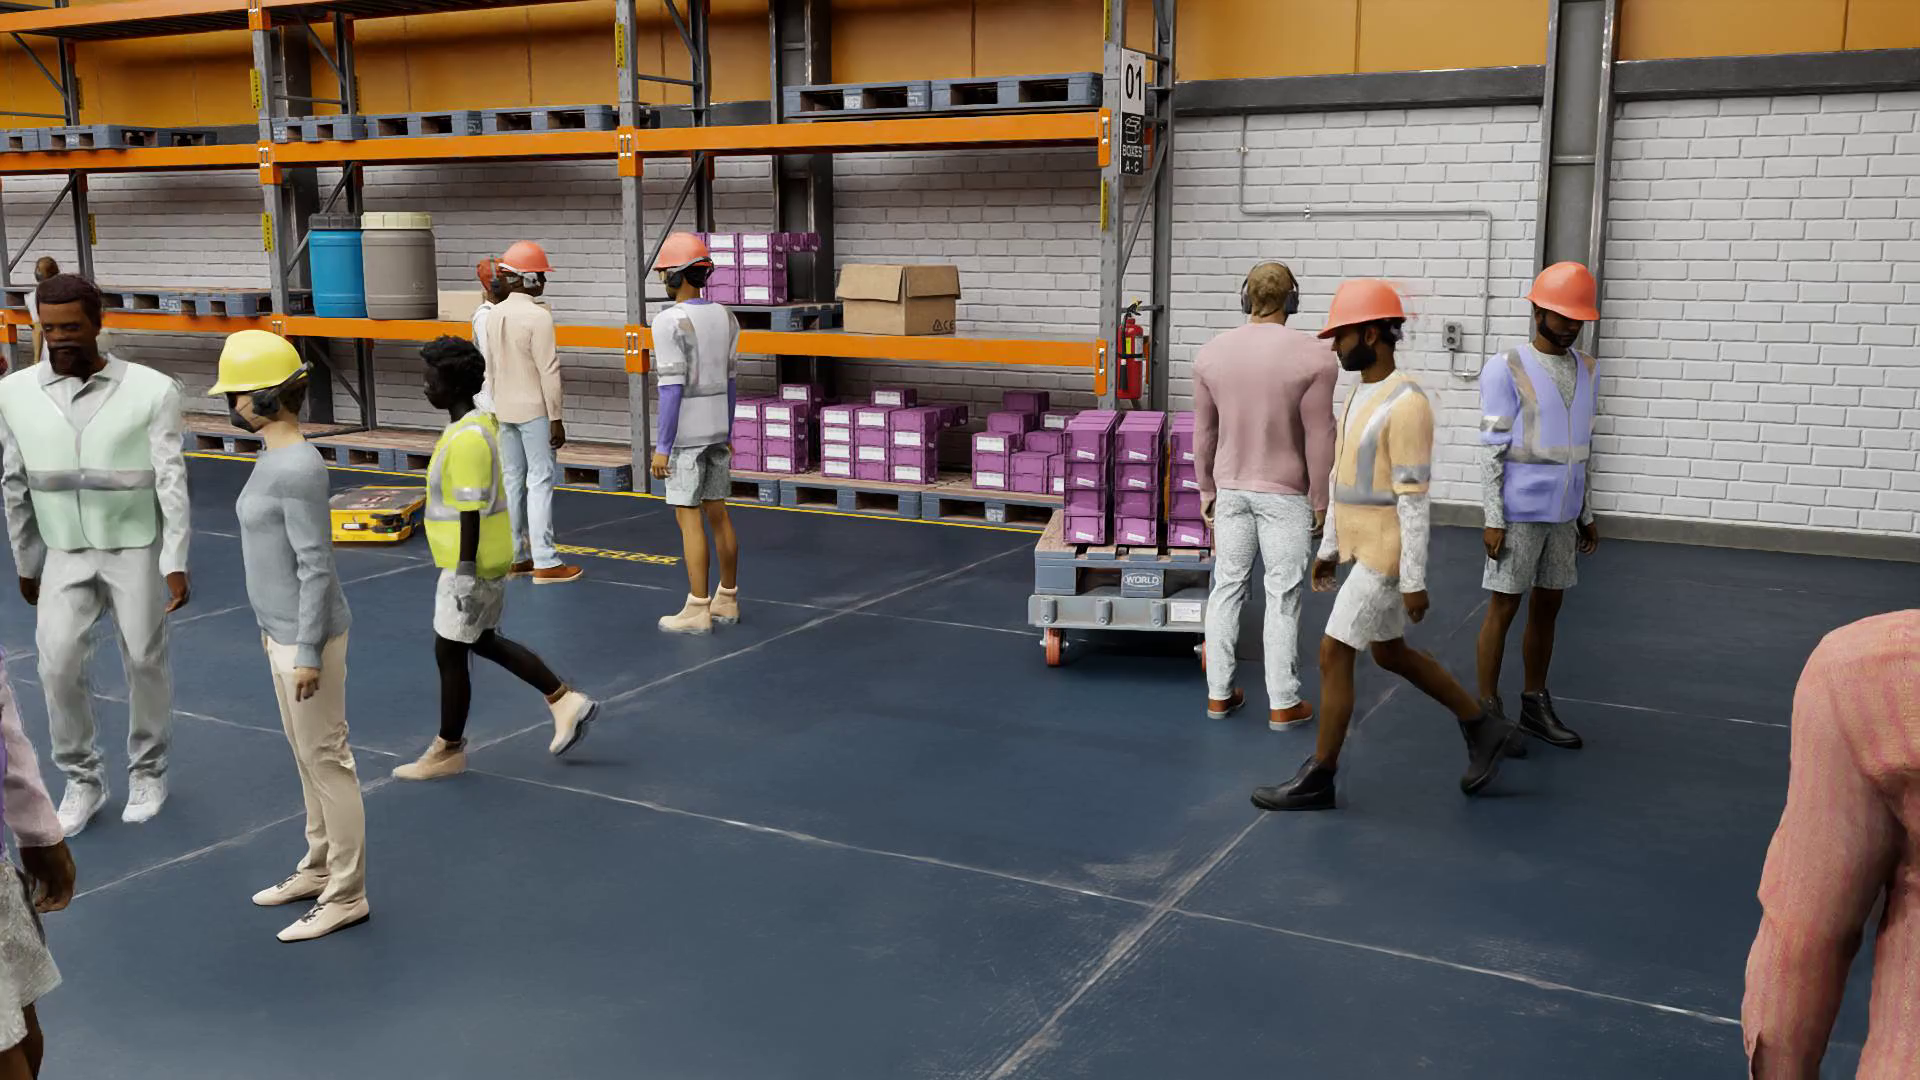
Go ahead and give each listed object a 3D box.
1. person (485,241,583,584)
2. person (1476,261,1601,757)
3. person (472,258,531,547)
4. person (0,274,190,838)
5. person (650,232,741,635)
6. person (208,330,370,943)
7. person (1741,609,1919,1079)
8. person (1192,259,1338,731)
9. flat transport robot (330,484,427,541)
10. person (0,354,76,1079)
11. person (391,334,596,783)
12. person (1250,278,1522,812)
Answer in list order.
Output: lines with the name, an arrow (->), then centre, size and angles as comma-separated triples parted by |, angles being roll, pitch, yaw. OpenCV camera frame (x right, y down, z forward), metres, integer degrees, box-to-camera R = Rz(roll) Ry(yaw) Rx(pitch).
person -> -2.522, -0.740, 9.755 | 0.612, 1.995, 0.382 | 8, 13, 39
person -> 2.284, -0.115, 6.513 | 0.543, 1.928, 0.373 | -4, 11, -23
person -> -3.007, -0.897, 10.920 | 0.352, 1.884, 0.579 | -1, 10, -8
person -> -2.911, 0.063, 5.623 | 0.609, 1.897, 0.598 | -2, 11, -13
person -> -1.382, -0.538, 8.513 | 0.392, 2.041, 0.615 | 5, 12, 27
person -> -1.939, 0.278, 4.818 | 0.329, 1.763, 0.523 | -6, 12, -30
person -> 1.227, 0.699, 1.898 | 0.618, 1.979, 0.480 | 2, 10, 9
person -> 1.251, -0.186, 6.909 | 0.631, 1.932, 0.372 | 7, 13, 35
flat transport robot -> -4.034, -0.201, 11.531 | 0.652, 0.197, 1.431 | -1, 10, -3
person -> -1.714, 0.524, 2.791 | 0.425, 2.005, 0.653 | -1, 10, -6
person -> -1.771, 0.069, 6.194 | 0.657, 1.682, 0.552 | -3, 11, -15
person -> 1.546, 0.031, 5.836 | 0.939, 1.898, 0.539 | -1, 10, -3
